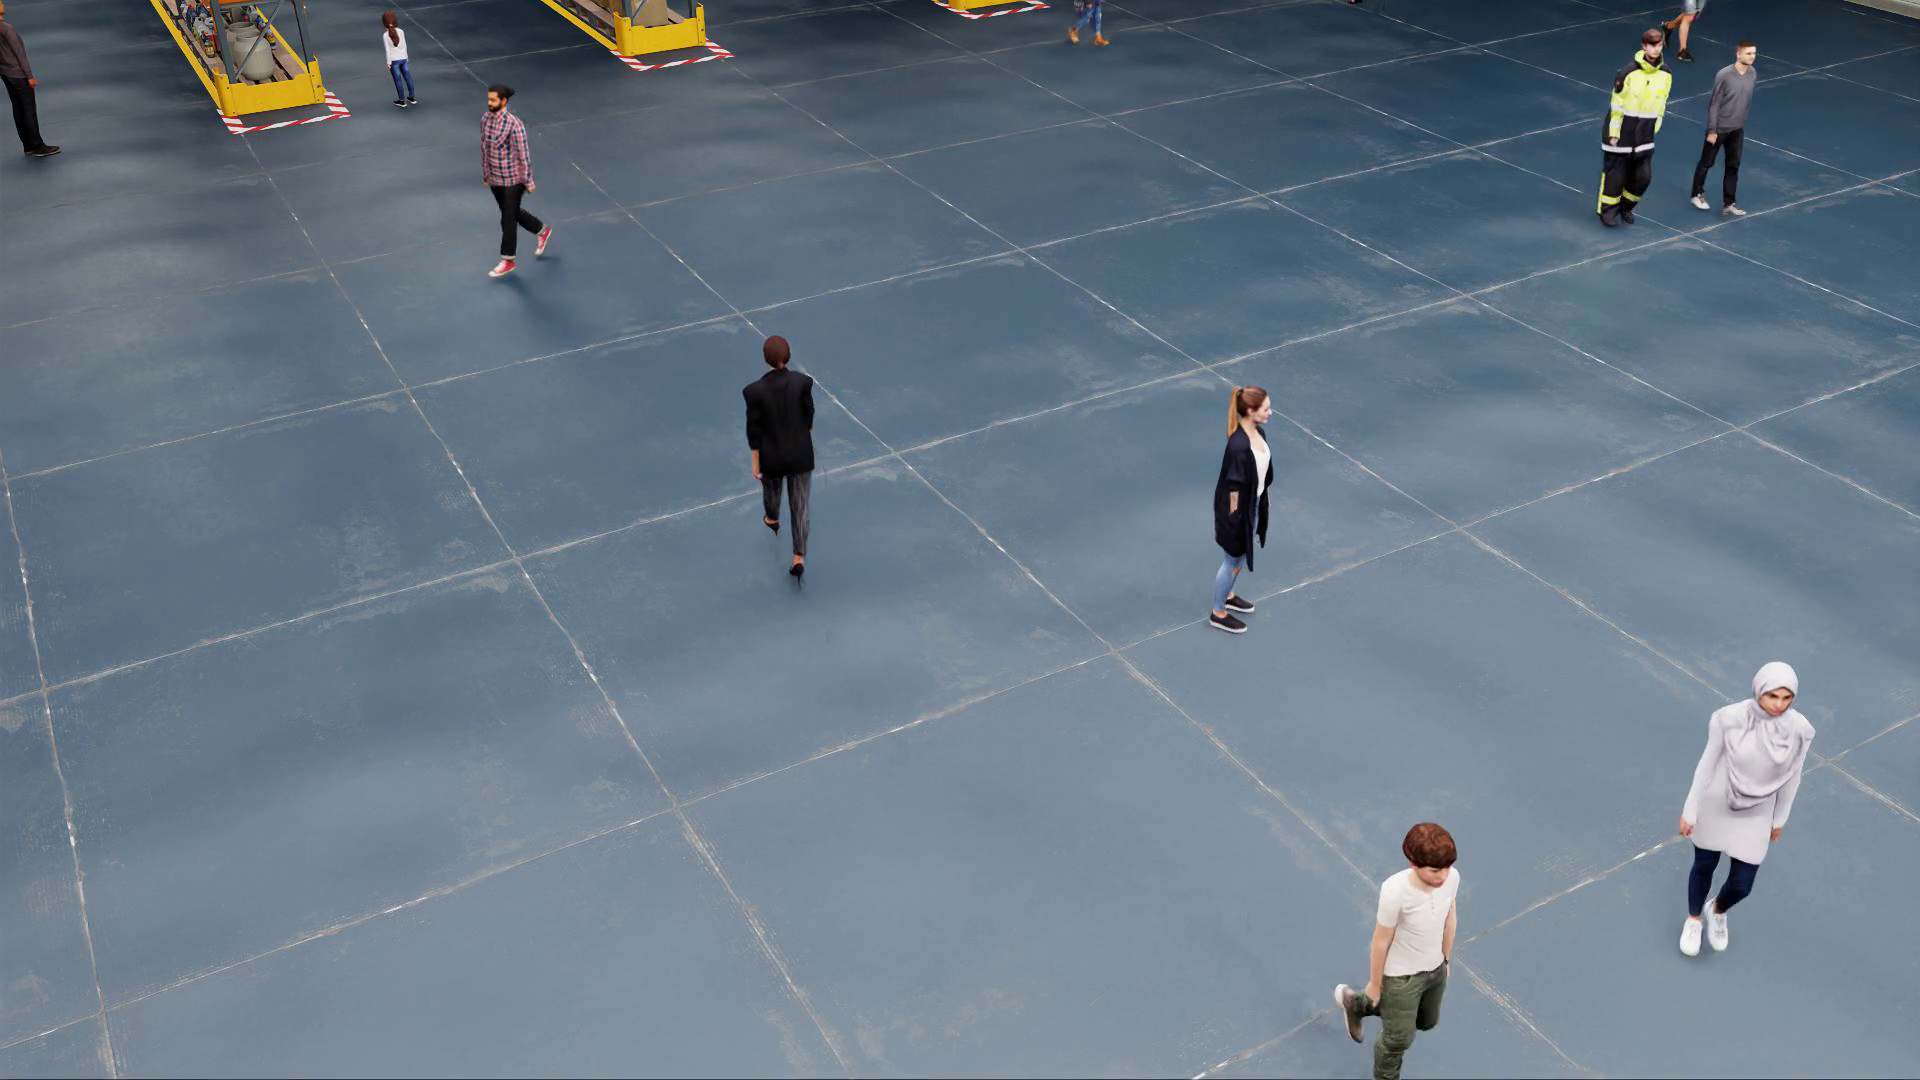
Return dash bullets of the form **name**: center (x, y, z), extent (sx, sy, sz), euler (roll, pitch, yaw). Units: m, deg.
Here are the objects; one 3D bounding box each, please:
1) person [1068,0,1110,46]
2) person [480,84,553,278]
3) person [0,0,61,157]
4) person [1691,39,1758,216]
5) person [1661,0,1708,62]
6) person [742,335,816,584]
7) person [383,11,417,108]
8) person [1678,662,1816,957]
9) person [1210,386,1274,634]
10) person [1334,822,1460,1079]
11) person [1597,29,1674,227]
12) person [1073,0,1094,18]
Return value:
- **person**: center (1.708, -7.197, 22.067), extent (0.893, 1.234, 0.730), euler (18, 37, 26)
- **person**: center (-4.194, -3.421, 15.602), extent (1.162, 1.746, 1.040), euler (22, 38, 31)
- **person**: center (-10.392, -5.117, 18.269), extent (0.639, 1.769, 0.772), euler (7, 33, 10)
- **person**: center (7.697, -4.199, 16.840), extent (0.815, 1.741, 1.025), euler (-6, 33, -10)
- **person**: center (9.451, -7.183, 21.489), extent (0.821, 1.828, 1.130), euler (-9, 33, -13)
- **person**: center (-1.130, -0.490, 11.032), extent (0.774, 1.665, 1.146), euler (-11, 34, -17)
- **person**: center (-6.747, -5.784, 19.942), extent (0.547, 1.113, 0.512), euler (22, 38, 31)
- **person**: center (3.785, 1.276, 8.137), extent (0.712, 1.767, 0.791), euler (13, 34, 19)
- **person**: center (1.753, -0.226, 10.601), extent (0.750, 1.678, 0.730), euler (16, 36, 24)
- **person**: center (1.935, 1.842, 7.358), extent (0.586, 1.639, 0.884), euler (-15, 35, -22)
- **person**: center (6.612, -4.091, 16.457), extent (0.893, 1.966, 0.893), euler (-2, 32, -3)
- **person**: center (1.788, -8.293, 23.233), extent (0.720, 1.845, 0.531), euler (-11, 34, -16)
